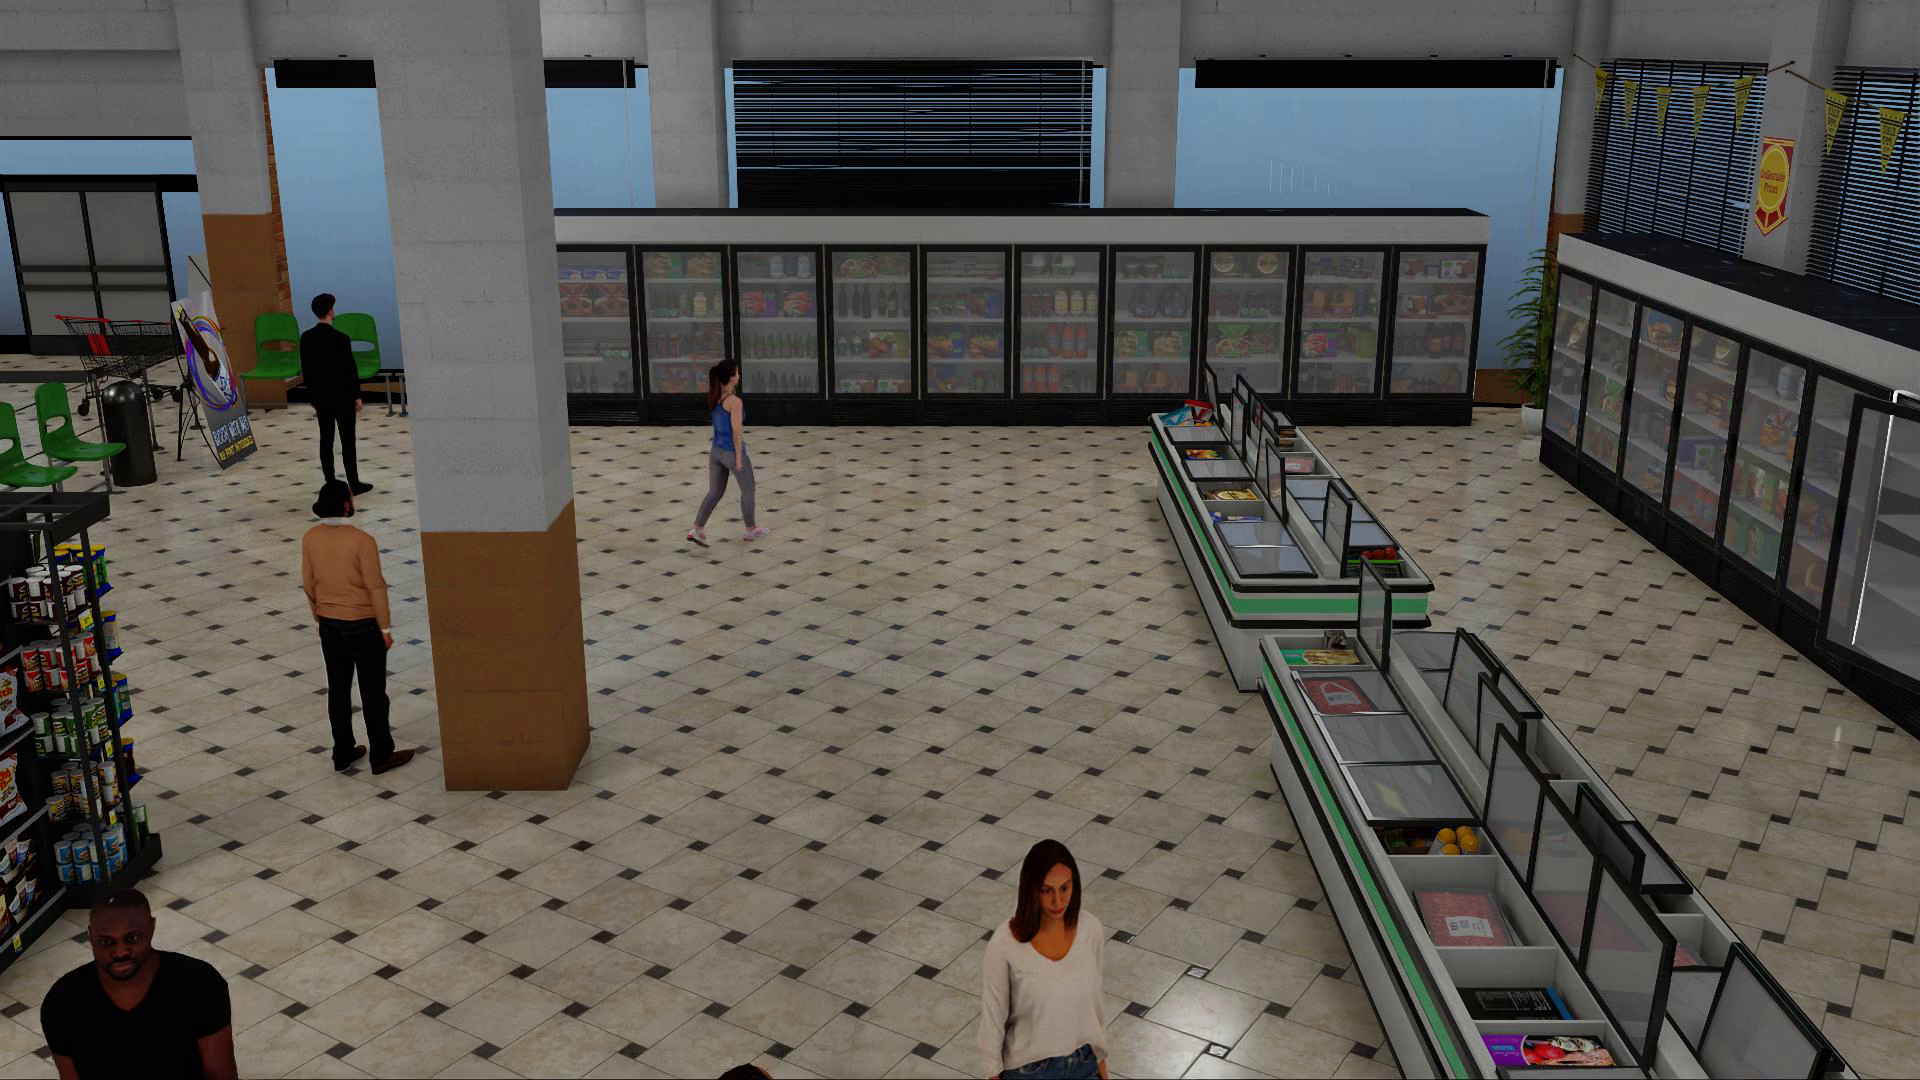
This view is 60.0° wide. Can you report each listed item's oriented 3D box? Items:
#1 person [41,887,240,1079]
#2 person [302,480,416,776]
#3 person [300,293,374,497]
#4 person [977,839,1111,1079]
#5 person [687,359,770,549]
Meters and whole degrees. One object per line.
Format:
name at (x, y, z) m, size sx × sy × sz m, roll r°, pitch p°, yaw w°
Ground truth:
person at (-2.452, 1.855, 5.123) m, size 0.950 × 1.779 × 1.305 m, roll -6°, pitch 18°, yaw -19°
person at (-3.524, 0.502, 9.622) m, size 0.721 × 1.755 × 0.674 m, roll 4°, pitch 17°, yaw 14°
person at (-5.835, -1.349, 15.478) m, size 0.724 × 1.894 × 0.660 m, roll 3°, pitch 17°, yaw 9°
person at (0.282, 1.765, 5.588) m, size 0.695 × 1.682 × 0.671 m, roll -7°, pitch 18°, yaw -21°
person at (-1.989, -0.683, 13.825) m, size 0.998 × 1.579 × 1.087 m, roll 14°, pitch 22°, yaw 39°
